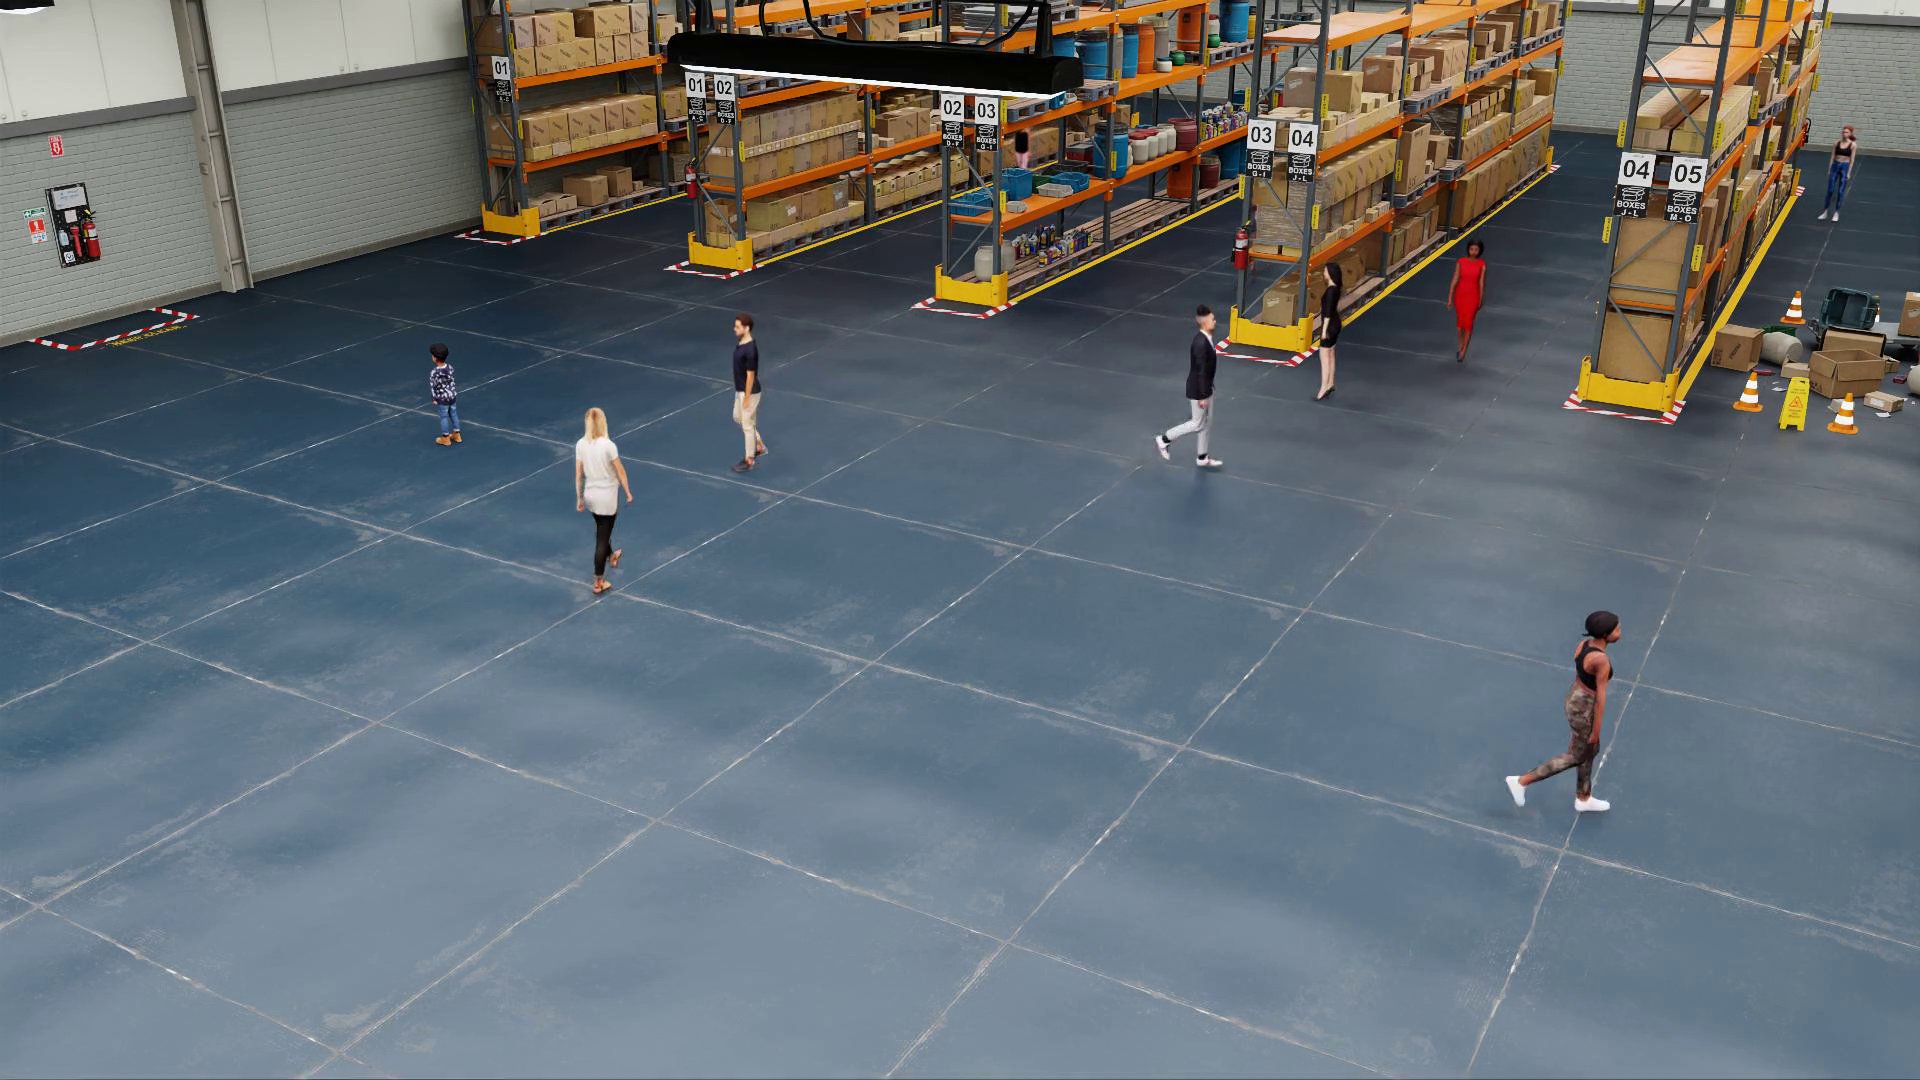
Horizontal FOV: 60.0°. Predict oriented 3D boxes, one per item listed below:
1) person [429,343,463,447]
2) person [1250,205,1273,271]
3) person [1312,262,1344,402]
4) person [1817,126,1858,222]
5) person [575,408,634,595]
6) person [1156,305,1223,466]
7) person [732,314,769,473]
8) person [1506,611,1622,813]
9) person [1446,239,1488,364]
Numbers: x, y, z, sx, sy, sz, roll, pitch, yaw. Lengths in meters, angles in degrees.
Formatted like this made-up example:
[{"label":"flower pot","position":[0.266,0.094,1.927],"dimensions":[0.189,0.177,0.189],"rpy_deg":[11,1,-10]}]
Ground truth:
[{"label":"person","position":[-6.208,-1.764,20.041],"dimensions":[0.572,1.252,0.457],"rpy_deg":[16,28,34]},{"label":"person","position":[5.063,-5.271,27.880],"dimensions":[0.660,1.572,1.082],"rpy_deg":[9,25,21]},{"label":"person","position":[4.809,-2.705,21.554],"dimensions":[0.656,1.800,0.441],"rpy_deg":[11,26,25]},{"label":"person","position":[16.709,-6.964,31.590],"dimensions":[0.615,1.784,0.608],"rpy_deg":[19,29,37]},{"label":"person","position":[-3.487,-0.340,15.998],"dimensions":[0.777,1.795,1.098],"rpy_deg":[7,24,16]},{"label":"person","position":[2.679,-1.763,19.164],"dimensions":[0.912,1.936,1.022],"rpy_deg":[6,24,15]},{"label":"person","position":[-2.395,-1.720,19.171],"dimensions":[0.918,1.851,0.864],"rpy_deg":[-8,24,-17]},{"label":"person","position":[4.521,1.299,12.299],"dimensions":[0.976,1.674,1.075],"rpy_deg":[0,23,1]},{"label":"person","position":[7.067,-3.342,23.178],"dimensions":[0.625,1.702,1.097],"rpy_deg":[11,26,25]}]
